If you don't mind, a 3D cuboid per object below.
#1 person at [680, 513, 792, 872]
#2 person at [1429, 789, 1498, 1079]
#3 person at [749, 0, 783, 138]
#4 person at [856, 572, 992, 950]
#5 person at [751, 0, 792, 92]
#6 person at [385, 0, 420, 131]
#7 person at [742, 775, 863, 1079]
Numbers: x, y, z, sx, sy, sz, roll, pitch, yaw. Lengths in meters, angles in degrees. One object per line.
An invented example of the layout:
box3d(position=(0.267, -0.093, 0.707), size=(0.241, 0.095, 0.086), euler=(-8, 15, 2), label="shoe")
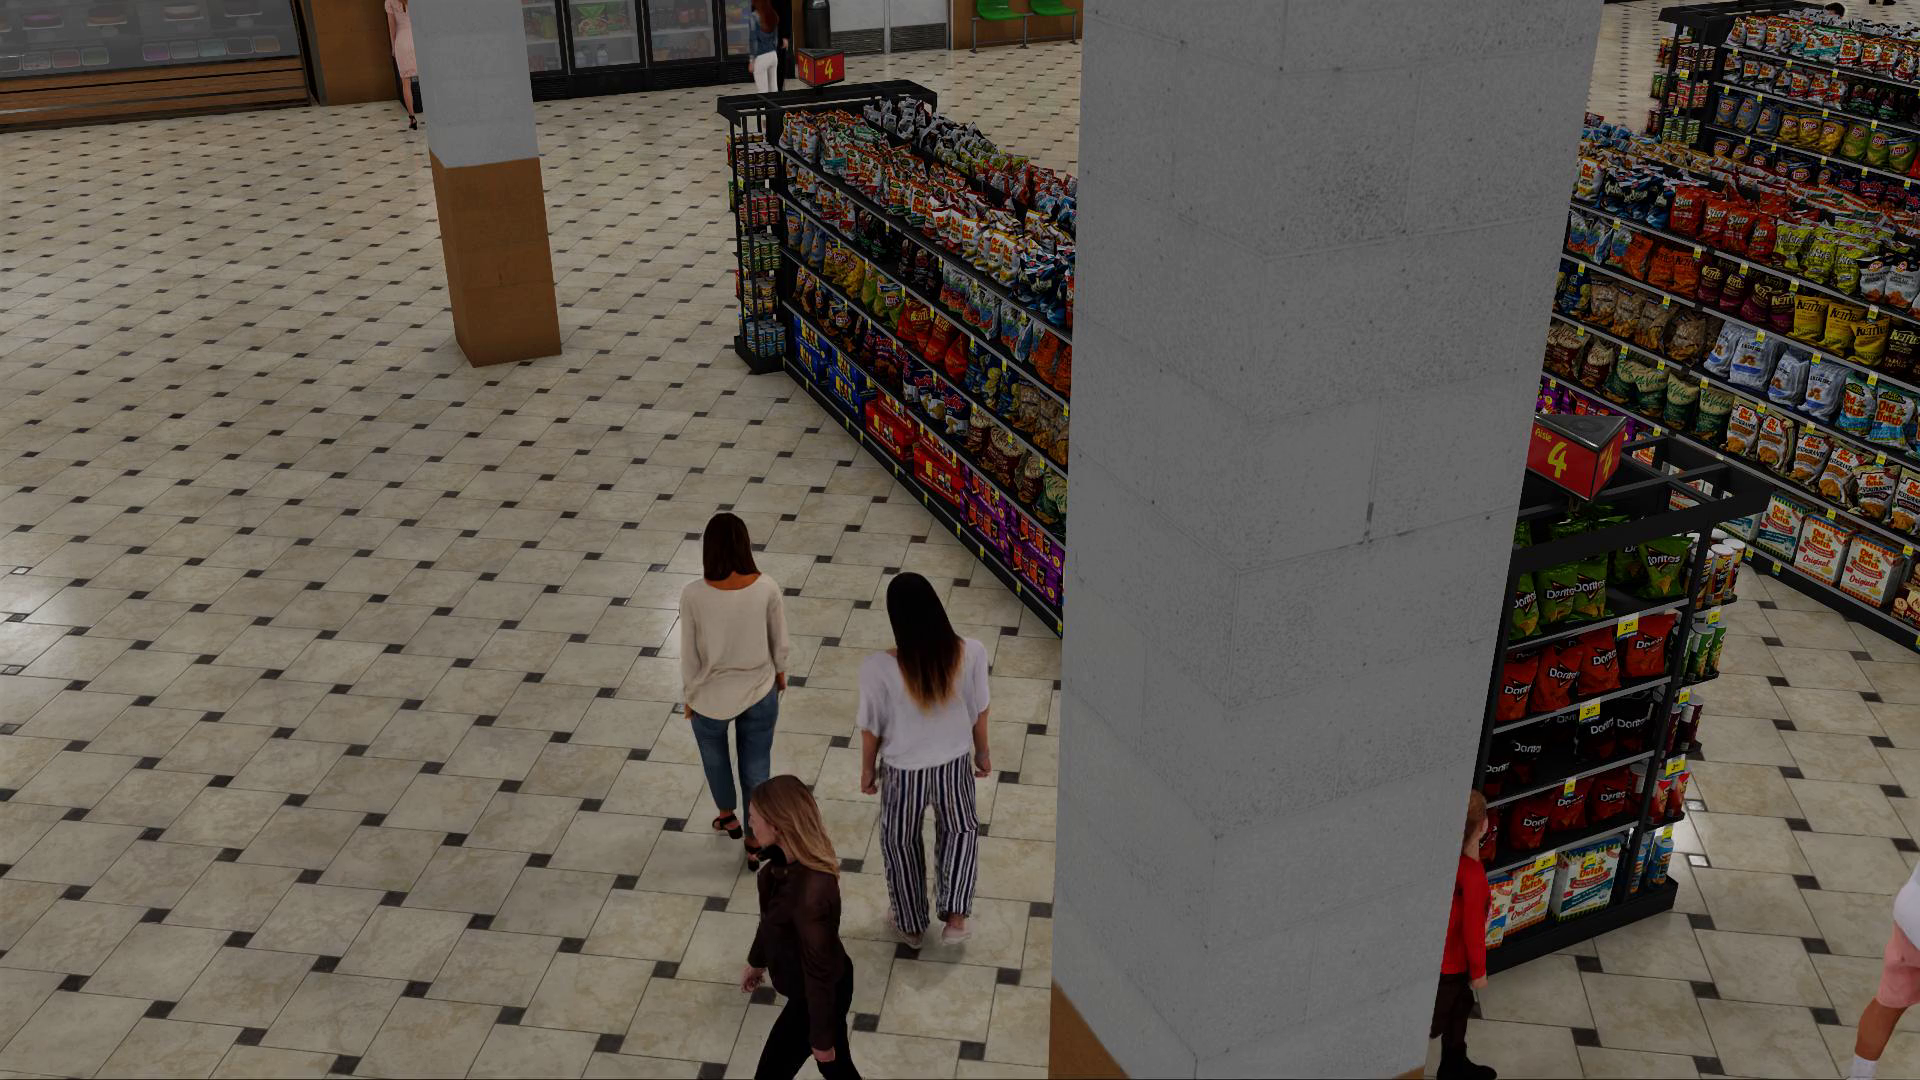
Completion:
box3d(position=(-0.943, 0.694, 7.027), size=(0.695, 1.667, 0.698), euler=(-6, 28, -12), label="person")
box3d(position=(1.680, 1.474, 5.945), size=(0.802, 1.254, 0.856), euler=(3, 27, 6), label="person")
box3d(position=(-2.260, -5.583, 19.370), size=(0.684, 1.698, 0.677), euler=(17, 31, 29), label="person")
box3d(position=(-0.143, 0.918, 6.601), size=(0.773, 1.653, 0.794), euler=(-3, 27, -5), label="person")
box3d(position=(-2.321, -6.283, 20.627), size=(1.070, 1.810, 1.308), euler=(4, 27, 7), label="person")
box3d(position=(-6.498, -5.787, 19.627), size=(0.581, 1.830, 0.495), euler=(-11, 29, -20), label="person")
box3d(position=(-0.396, 1.486, 5.452), size=(0.816, 1.679, 0.813), euler=(-2, 27, -4), label="person")
